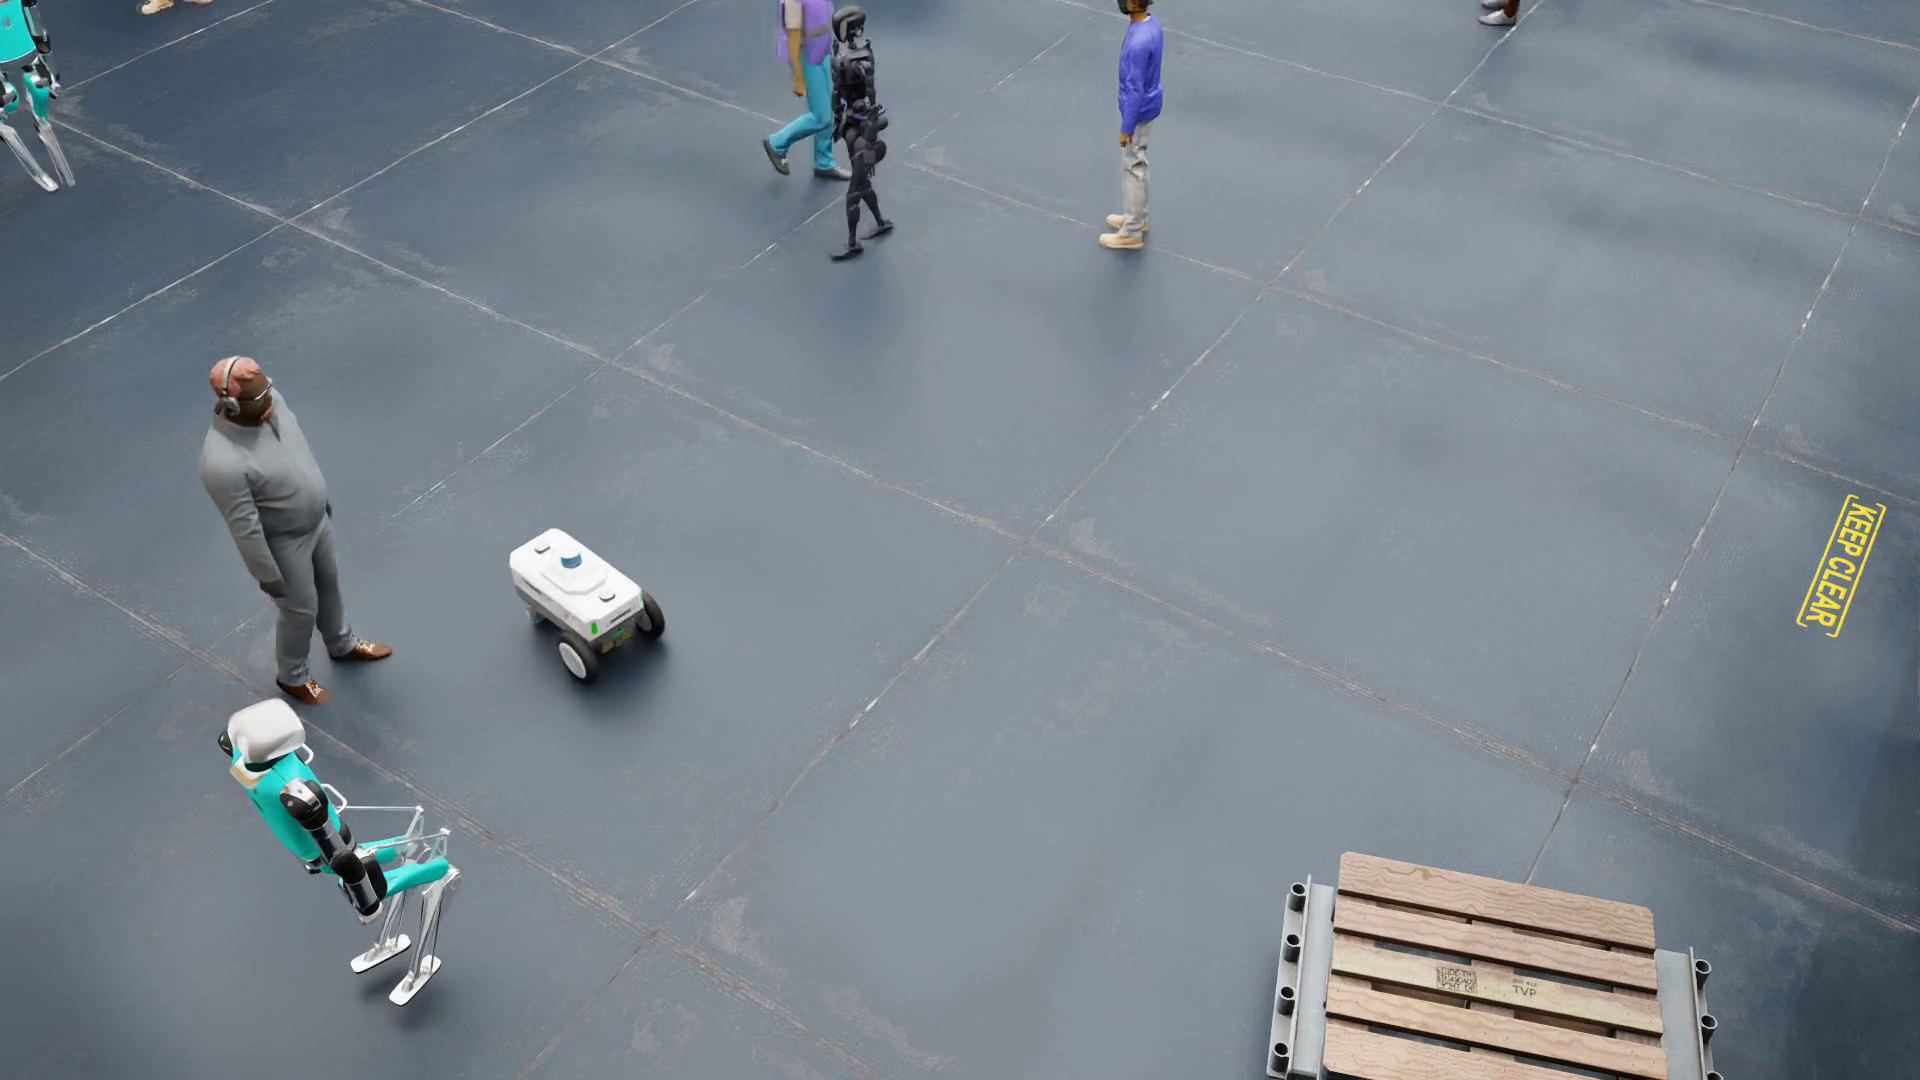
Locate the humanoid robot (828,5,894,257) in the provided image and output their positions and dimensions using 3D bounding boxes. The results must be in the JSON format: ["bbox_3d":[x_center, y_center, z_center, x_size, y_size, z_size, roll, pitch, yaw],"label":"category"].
[{"bbox_3d":[-0.677,-2.621,10.663,0.535,1.647,0.593,-20,46,-21],"label":"humanoid robot"}]

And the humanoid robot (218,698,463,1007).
[{"bbox_3d":[-2.236,1.114,6.330,0.533,1.677,0.735,30,50,30],"label":"humanoid robot"}]

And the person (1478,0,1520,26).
[{"bbox_3d":[4.533,-5.030,13.168,0.451,1.933,0.587,11,43,12],"label":"person"}]

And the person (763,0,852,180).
[{"bbox_3d":[-1.046,-3.266,11.269,0.520,1.822,0.598,9,43,10],"label":"person"}]

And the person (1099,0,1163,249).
[{"bbox_3d":[1.103,-2.758,10.676,0.379,1.865,0.467,9,42,9],"label":"person"}]

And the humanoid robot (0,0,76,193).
[{"bbox_3d":[-6.367,-3.053,11.135,0.850,1.813,0.544,27,49,27],"label":"humanoid robot"}]

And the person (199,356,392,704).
[{"bbox_3d":[-3.081,-0.041,7.617,0.452,1.919,0.651,2,42,3],"label":"person"}]

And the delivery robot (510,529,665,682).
[{"bbox_3d":[-1.876,0.283,8.245,0.761,0.590,0.499,31,50,30],"label":"delivery robot"}]

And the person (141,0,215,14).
[{"bbox_3d":[-6.581,-5.106,13.421,0.610,1.709,0.302,-21,46,-21],"label":"person"}]
